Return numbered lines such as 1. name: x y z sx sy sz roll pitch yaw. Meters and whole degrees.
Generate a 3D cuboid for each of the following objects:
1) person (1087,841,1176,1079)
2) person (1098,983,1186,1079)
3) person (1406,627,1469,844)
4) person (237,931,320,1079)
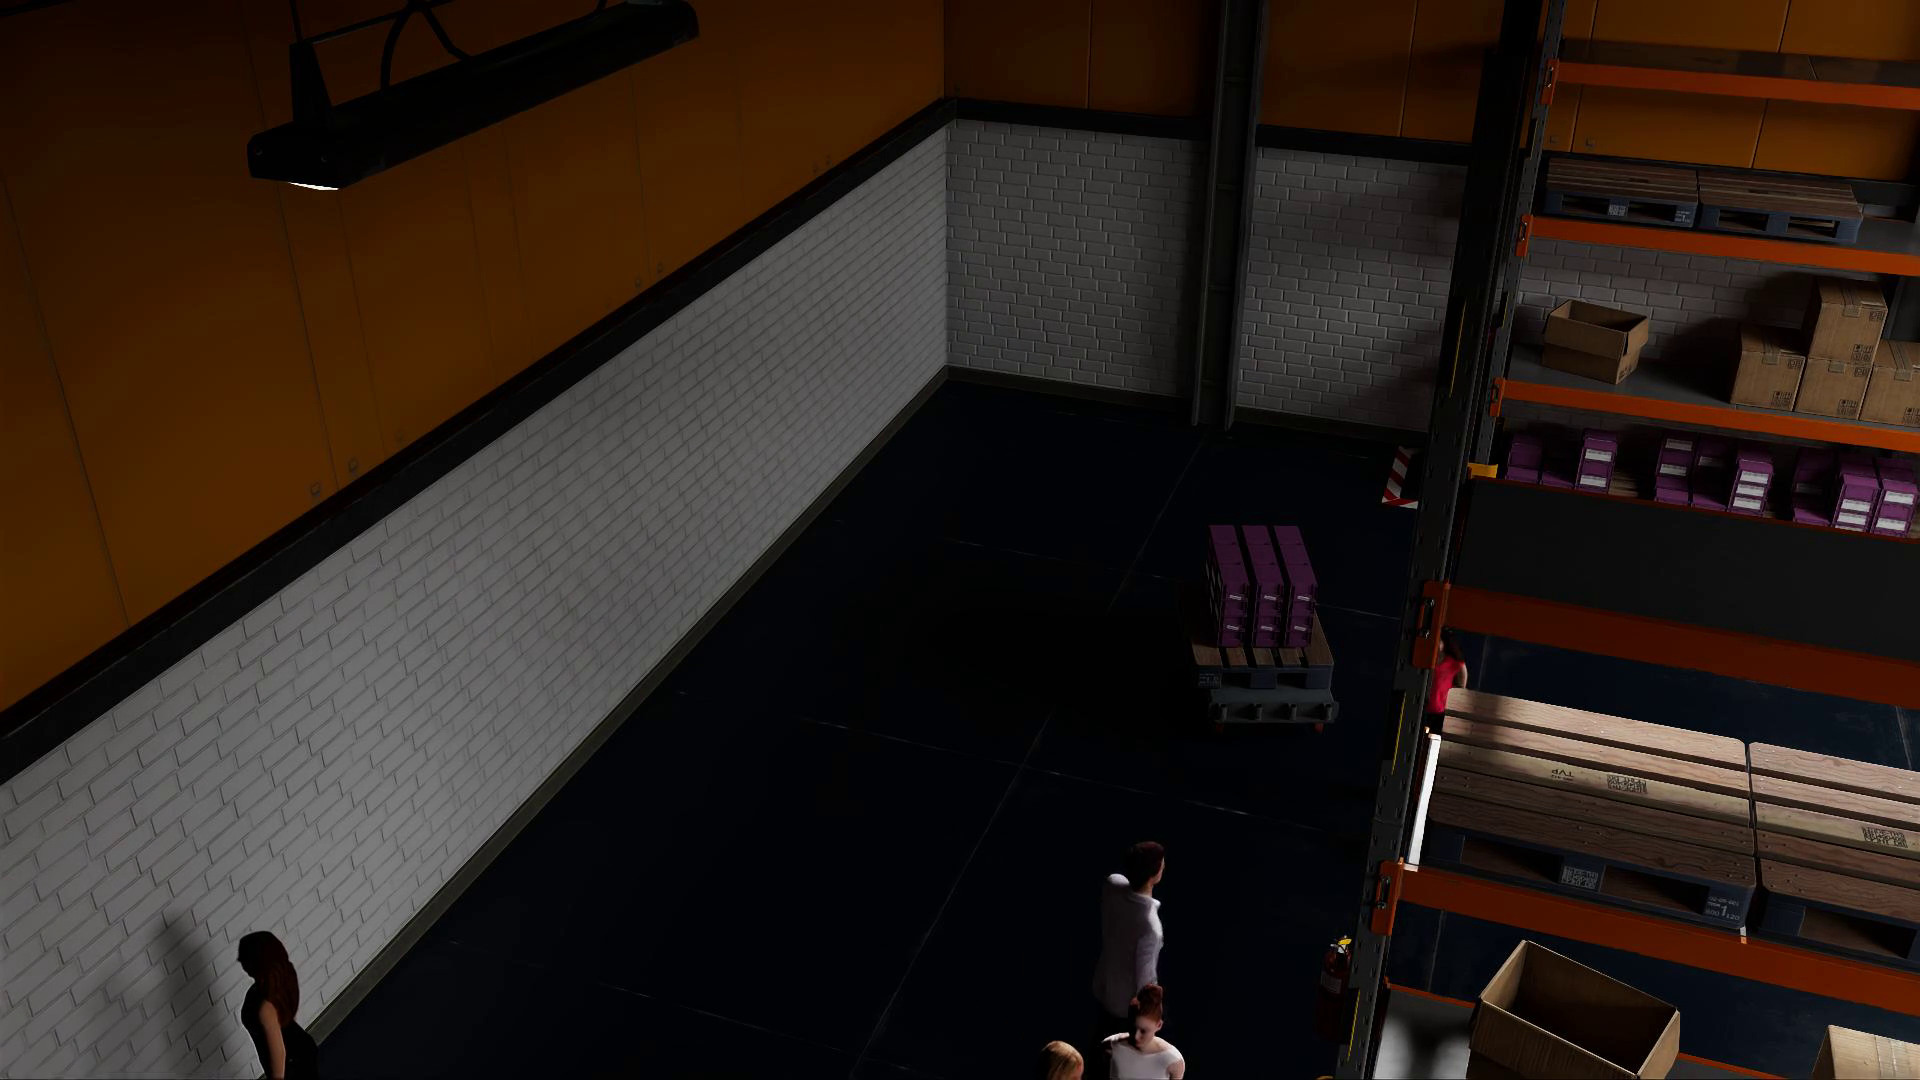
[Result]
1. person: 0.803 2.366 8.667 0.867 1.836 0.793 -15 32 -26
2. person: 0.837 2.810 7.899 0.417 1.791 0.618 10 30 17
3. person: 3.107 1.204 11.036 1.105 1.607 0.878 20 34 31
4. person: -3.339 2.623 8.312 0.649 1.725 0.639 -4 29 -7
